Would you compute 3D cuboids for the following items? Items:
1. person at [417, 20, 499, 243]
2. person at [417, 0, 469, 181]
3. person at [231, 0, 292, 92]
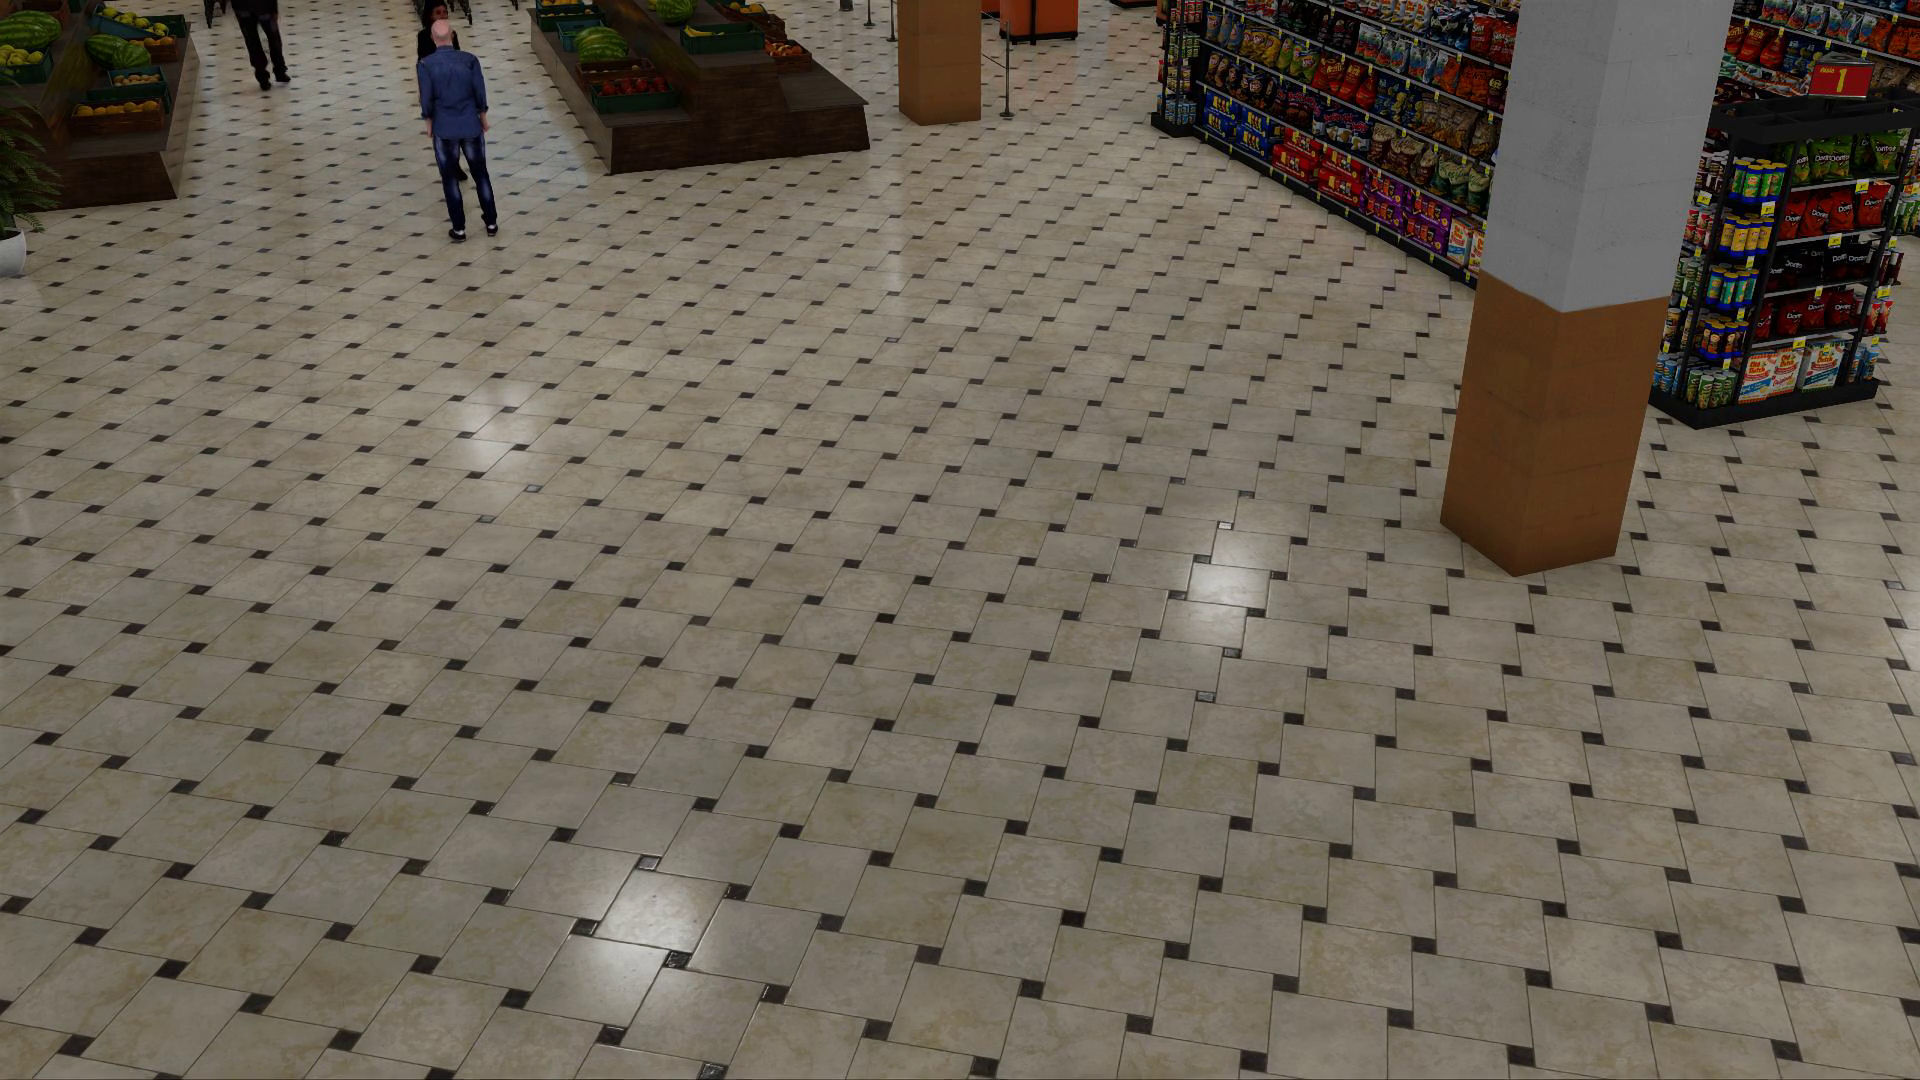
[{"bbox_3d":[-4.227,-3.436,13.984,0.749,1.824,0.622,-14,32,-25],"label":"person"},{"bbox_3d":[-4.841,-4.192,15.519,0.692,1.679,0.751,-23,36,-35],"label":"person"},{"bbox_3d":[-7.924,-5.950,18.599,0.747,1.813,0.754,-7,29,-13],"label":"person"}]
